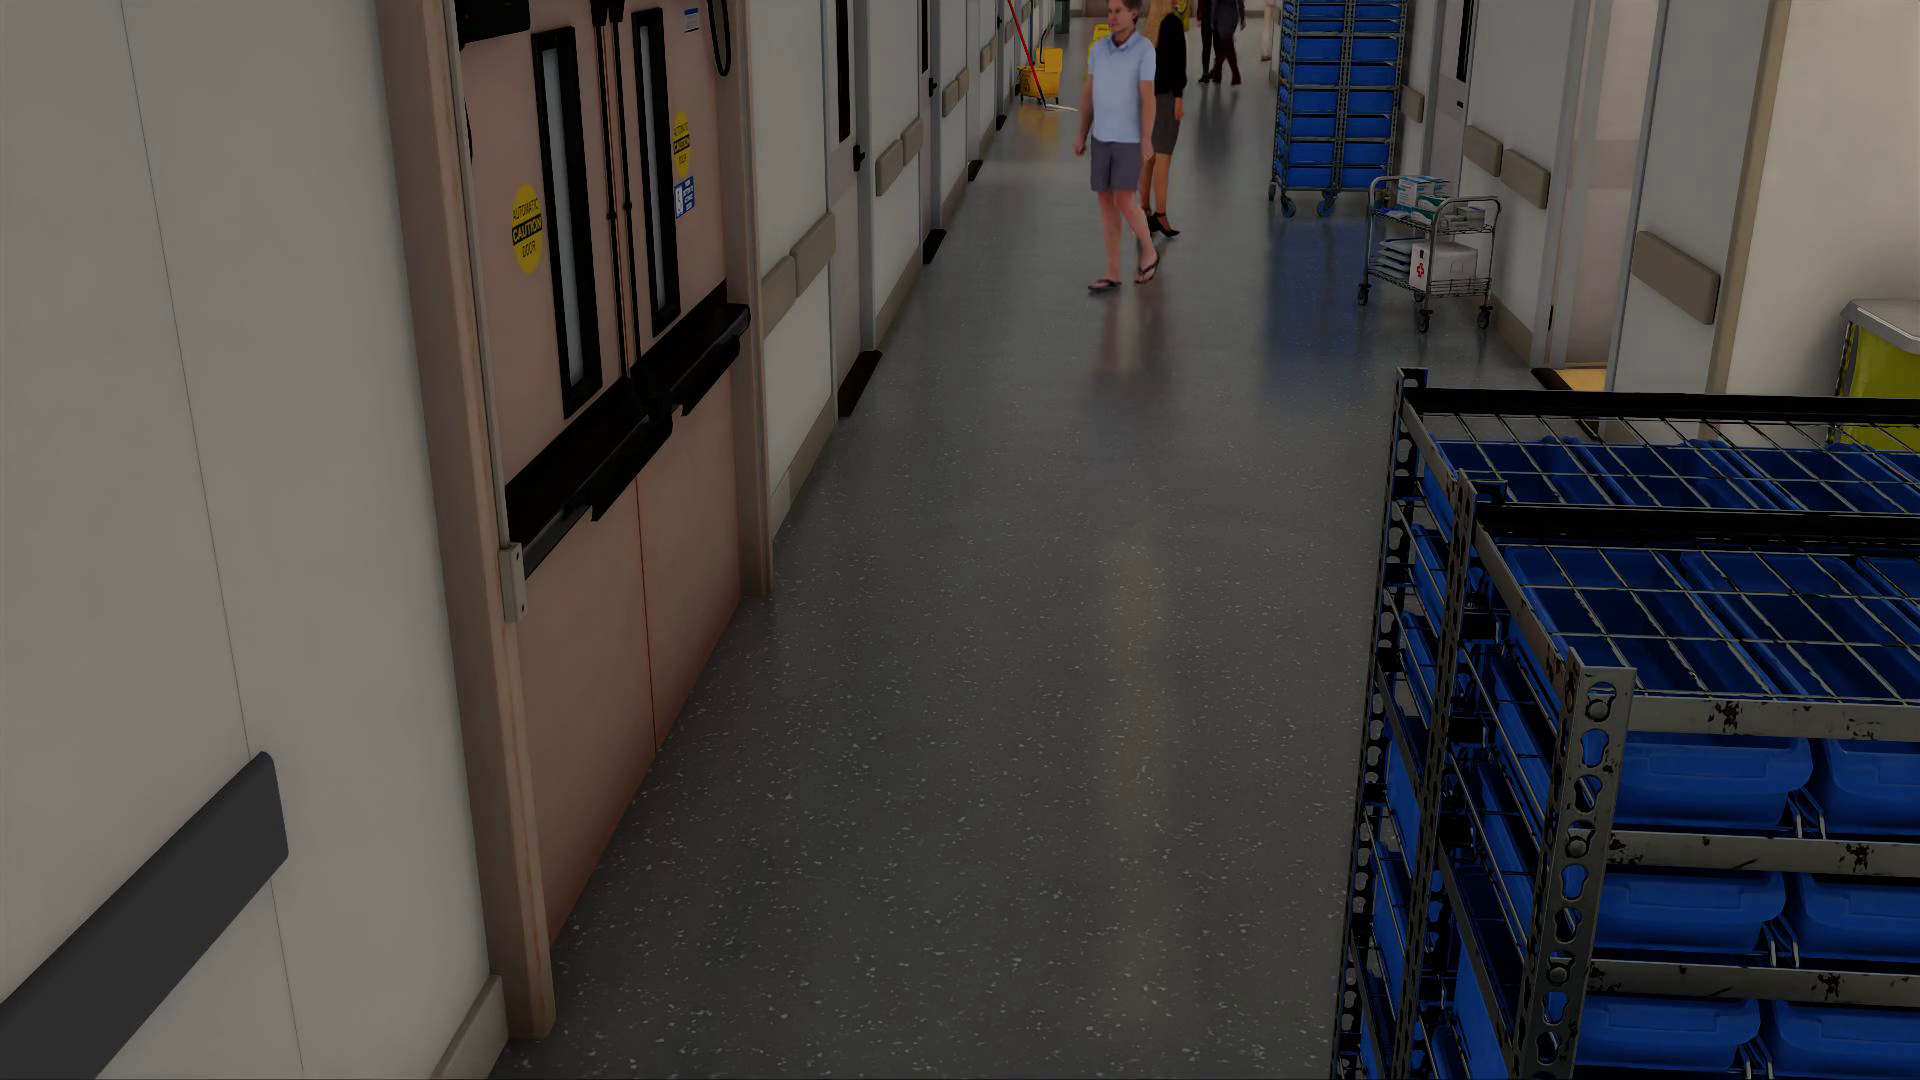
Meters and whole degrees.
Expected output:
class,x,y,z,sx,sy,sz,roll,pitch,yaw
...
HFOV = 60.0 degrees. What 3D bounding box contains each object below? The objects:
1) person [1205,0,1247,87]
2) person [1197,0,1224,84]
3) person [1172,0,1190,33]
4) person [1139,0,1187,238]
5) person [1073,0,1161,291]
class,x,y,z,sx,sy,sz,roll,pitch,yaw
person,3.585,-6.837,22.059,1.010,1.652,1.223,-9,22,-22
person,3.480,-7.131,22.839,0.654,1.649,0.648,-7,22,-18
person,4.118,-10.488,31.690,0.968,1.658,1.046,-19,28,-41
person,1.448,-3.130,12.003,0.748,1.843,0.643,-9,23,-23
person,1.044,-2.470,10.289,0.888,1.822,0.831,-19,28,-41
